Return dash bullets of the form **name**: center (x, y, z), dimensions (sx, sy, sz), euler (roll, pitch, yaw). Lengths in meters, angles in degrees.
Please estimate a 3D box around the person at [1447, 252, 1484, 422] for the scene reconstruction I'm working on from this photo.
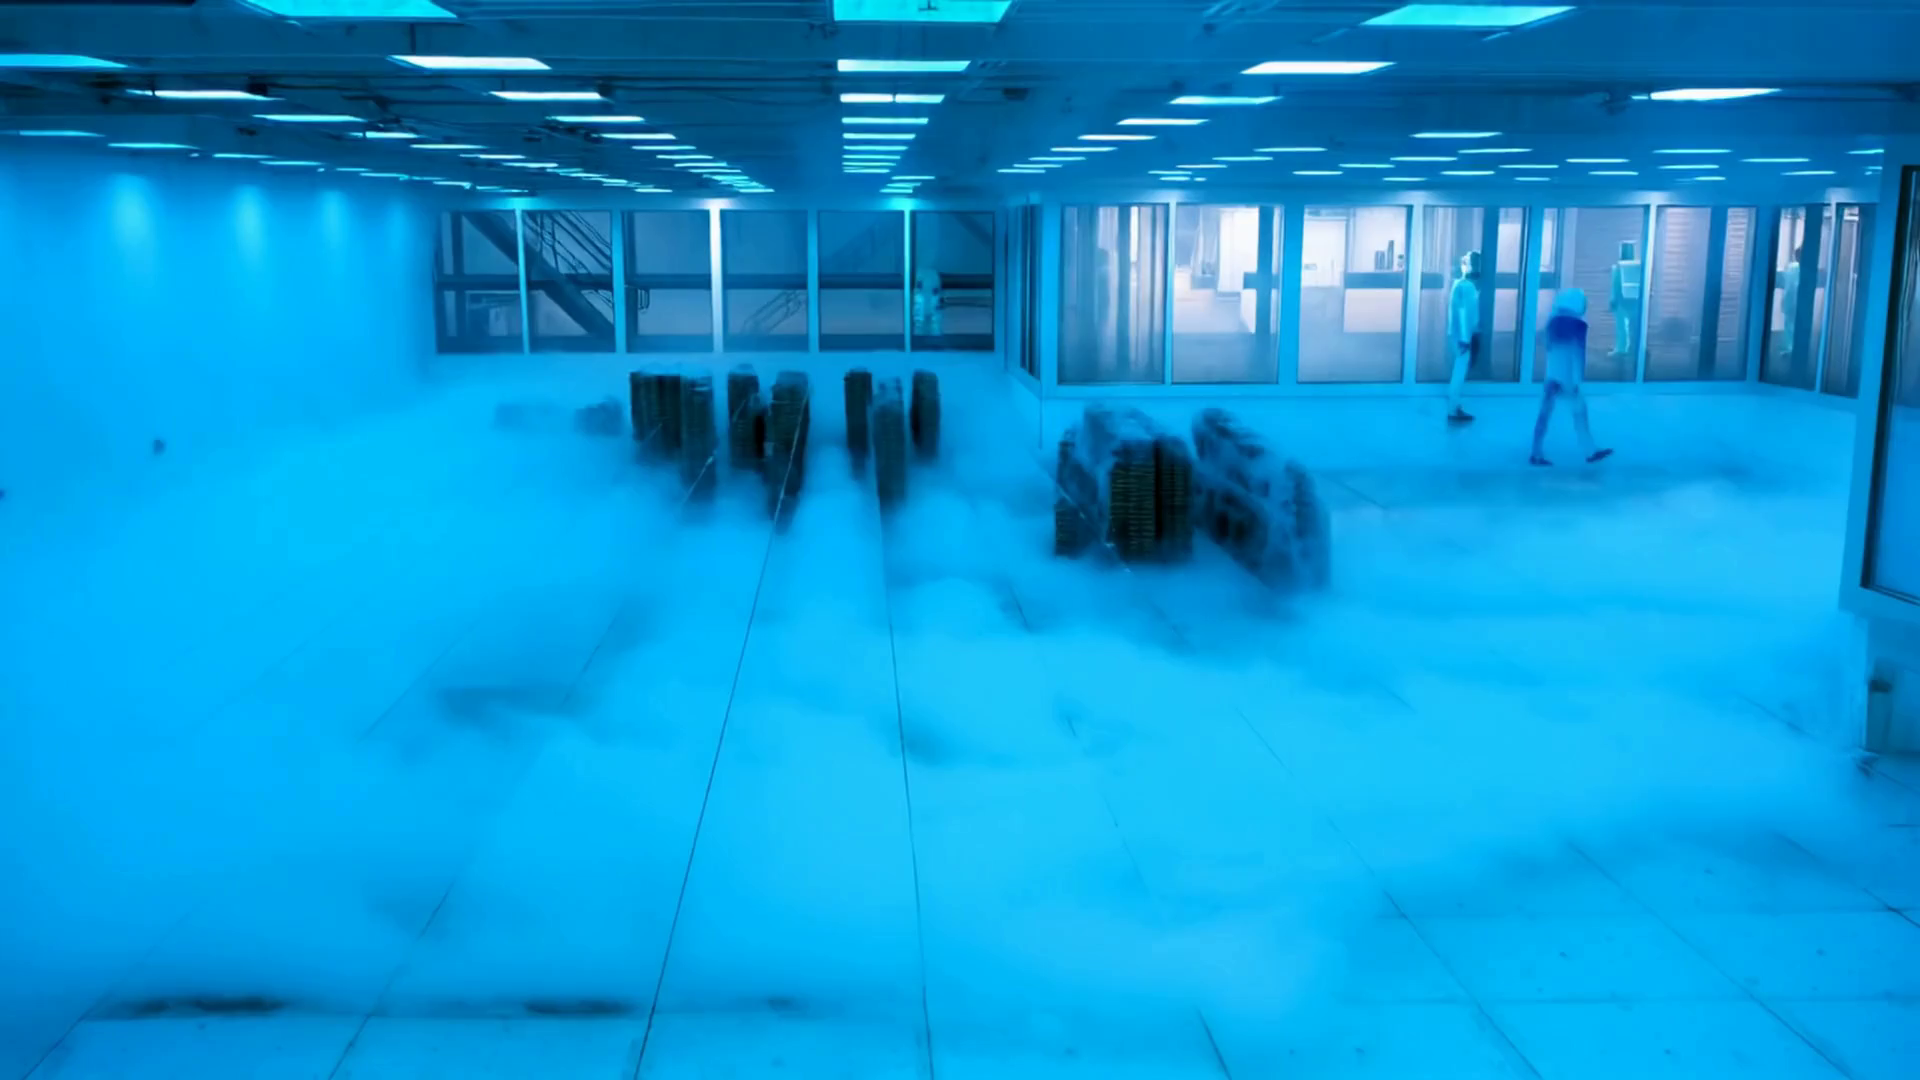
- **person**: center (5.583, -2.234, 18.357), dimensions (0.312, 1.865, 0.535), euler (4, 11, 21)

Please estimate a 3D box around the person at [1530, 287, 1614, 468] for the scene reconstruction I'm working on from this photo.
- **person**: center (5.416, -1.426, 14.704), dimensions (0.825, 1.585, 0.523), euler (-4, 11, -21)
